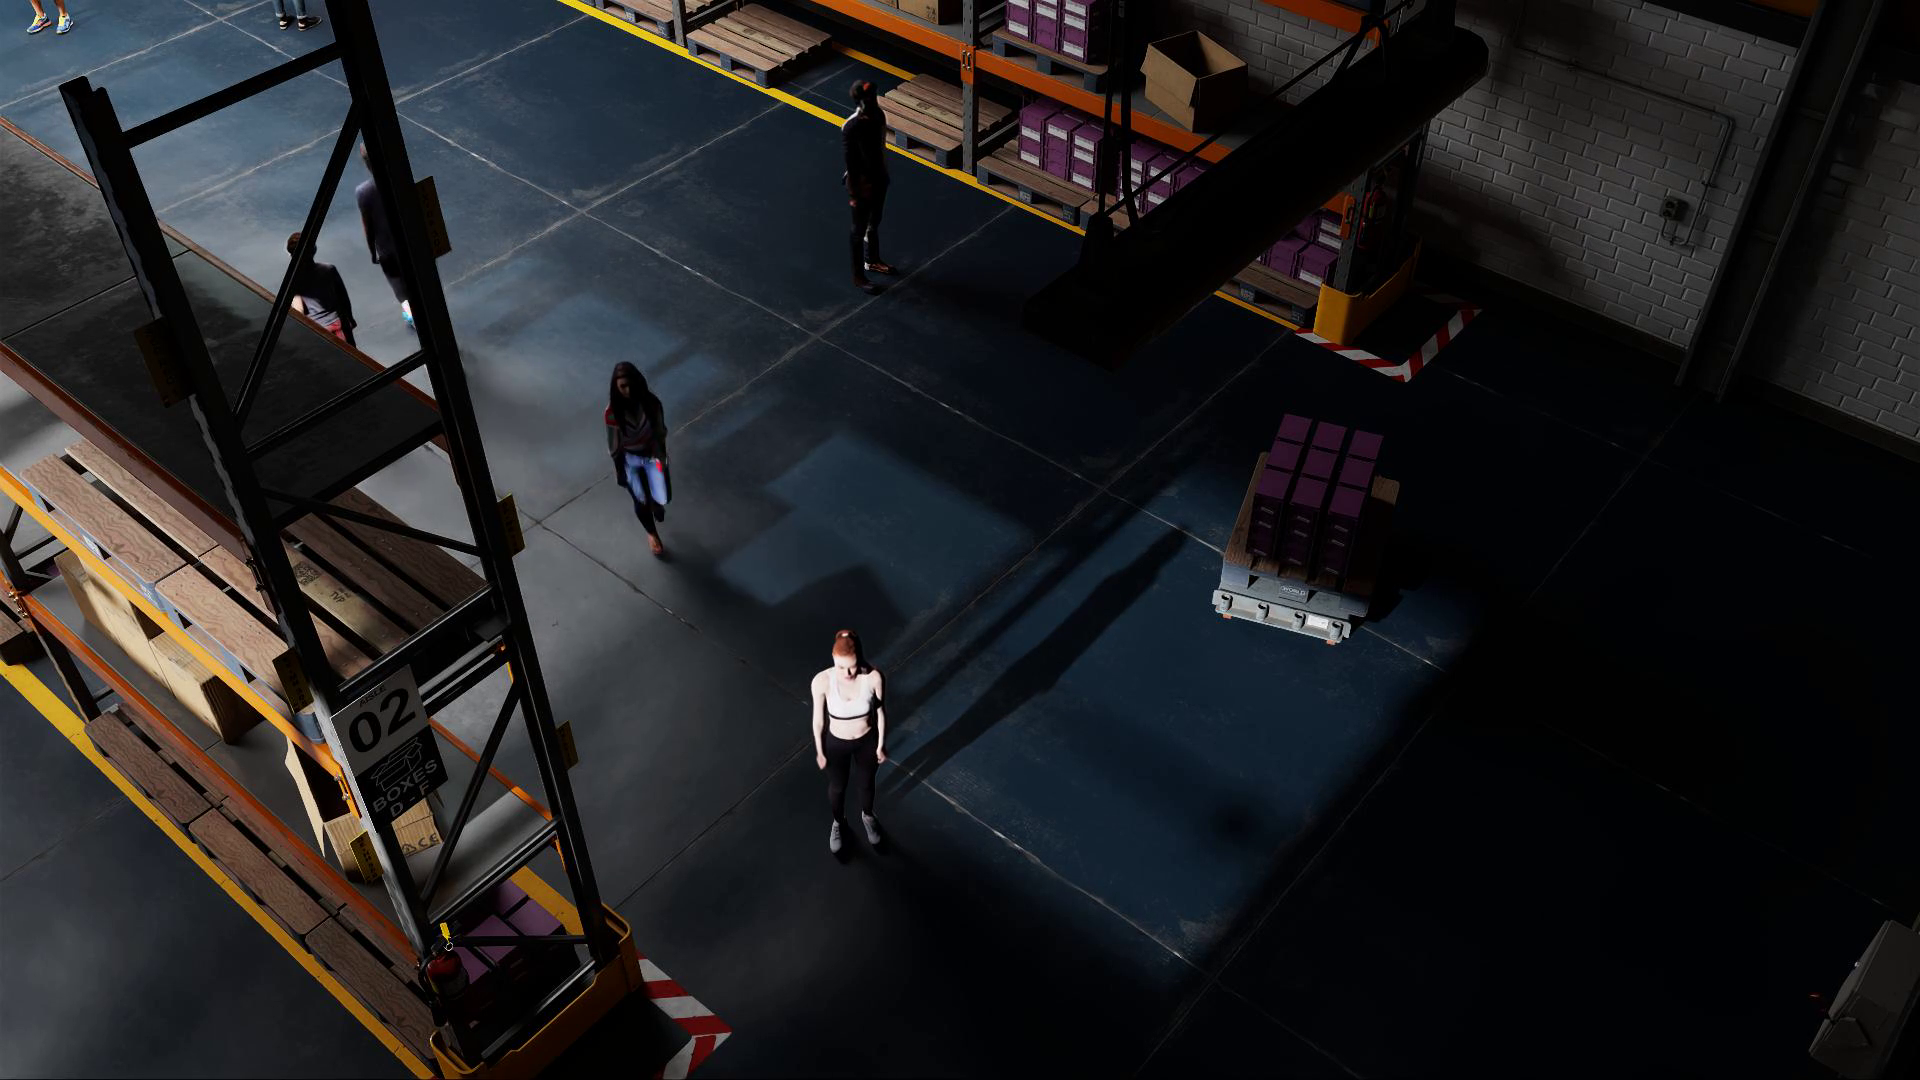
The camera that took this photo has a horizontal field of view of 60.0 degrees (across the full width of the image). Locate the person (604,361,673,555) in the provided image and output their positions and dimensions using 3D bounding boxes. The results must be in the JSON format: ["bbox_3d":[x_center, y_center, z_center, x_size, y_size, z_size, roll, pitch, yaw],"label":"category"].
[{"bbox_3d":[-2.271,-0.614,11.716,0.754,1.603,0.820,-15,46,-15],"label":"person"}]

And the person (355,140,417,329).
[{"bbox_3d":[-4.434,-2.290,13.293,1.116,1.853,0.693,33,53,30],"label":"person"}]

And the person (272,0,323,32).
[{"bbox_3d":[-7.229,-6.272,17.498,0.657,1.820,0.811,9,44,10],"label":"person"}]

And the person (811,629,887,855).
[{"bbox_3d":[-0.638,1.177,9.736,0.672,1.741,0.711,-8,44,-8],"label":"person"}]

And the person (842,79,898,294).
[{"bbox_3d":[-0.784,-3.013,14.024,0.644,1.893,0.719,22,48,22],"label":"person"}]

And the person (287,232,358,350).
[{"bbox_3d":[-4.836,-1.622,12.739,0.611,1.651,0.571,-31,52,-28],"label":"person"}]
